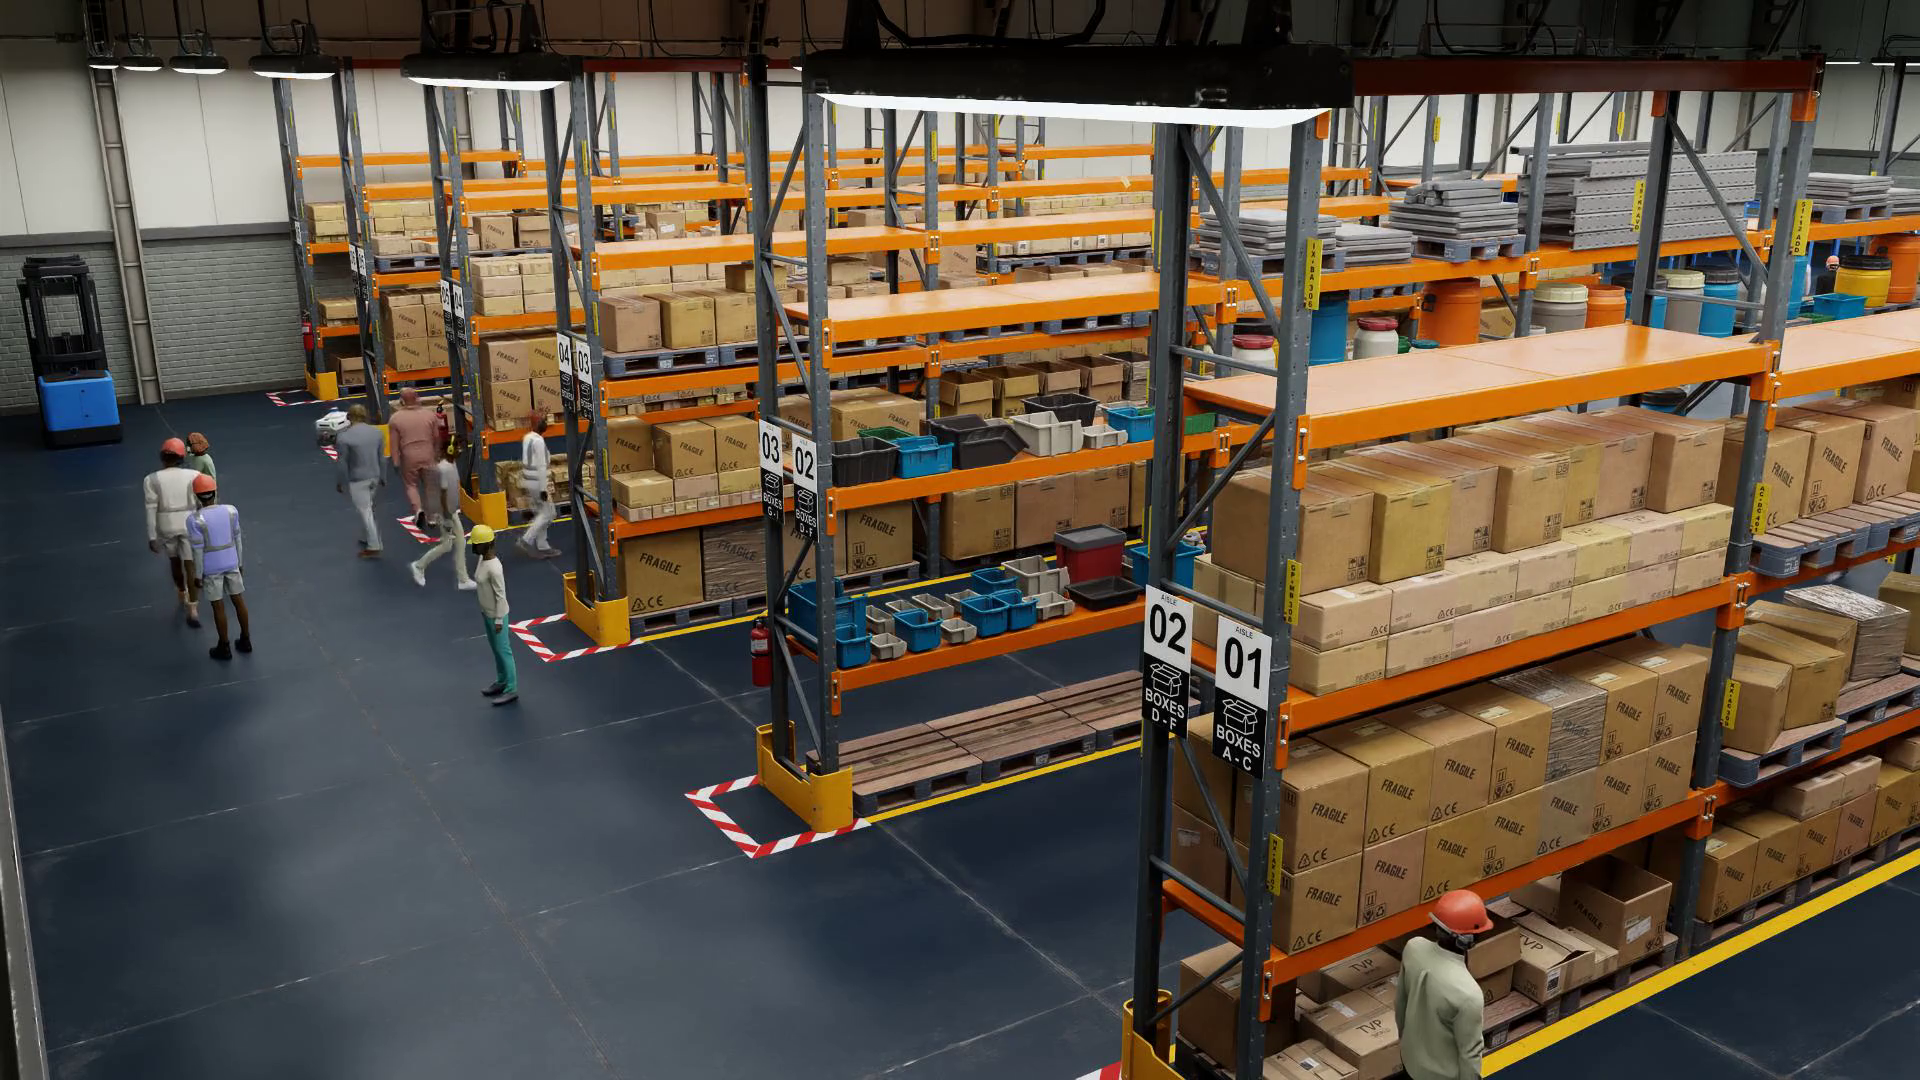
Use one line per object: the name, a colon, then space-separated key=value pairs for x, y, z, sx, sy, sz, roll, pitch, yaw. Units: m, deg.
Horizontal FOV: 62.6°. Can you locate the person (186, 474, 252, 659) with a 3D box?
person: x=-7.660 y=0.265 z=16.272 sx=0.376 sy=1.933 sz=0.545 roll=12 pitch=21 yaw=34

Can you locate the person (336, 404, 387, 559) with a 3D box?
person: x=-7.472 y=-0.750 z=19.682 sx=0.785 sy=1.890 sz=0.618 roll=8 pitch=19 yaw=26

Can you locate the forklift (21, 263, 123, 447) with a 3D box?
forklift: x=-14.518 y=-3.079 z=25.708 sx=1.129 sy=2.768 sz=1.873 roll=-10 pitch=20 yaw=-31

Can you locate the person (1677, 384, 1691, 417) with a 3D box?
person: x=12.017 y=-2.786 z=26.270 sx=0.358 sy=1.937 sz=0.544 roll=2 pitch=17 yaw=7

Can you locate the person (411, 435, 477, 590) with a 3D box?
person: x=-6.031 y=-0.317 z=18.369 sx=0.781 sy=1.830 sz=0.583 roll=-1 pitch=17 yaw=-2

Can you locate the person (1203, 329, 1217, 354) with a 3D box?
person: x=4.200 y=-2.595 z=25.852 sx=0.759 sy=1.804 sz=0.627 roll=-13 pitch=21 yaw=-37

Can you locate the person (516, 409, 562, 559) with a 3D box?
person: x=-5.234 y=-0.672 z=19.465 sx=0.488 sy=1.857 sz=0.666 roll=-9 pitch=19 yaw=-26

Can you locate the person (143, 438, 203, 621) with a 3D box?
person: x=-8.642 y=-0.127 z=17.465 sx=0.645 sy=1.974 sz=1.068 roll=-7 pitch=18 yaw=-21

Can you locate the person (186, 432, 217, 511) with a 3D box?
person: x=-9.271 y=-0.518 z=19.343 sx=0.500 sy=1.633 sz=0.283 roll=12 pitch=21 yaw=35

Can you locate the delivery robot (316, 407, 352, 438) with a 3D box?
delivery robot: x=-10.134 y=-1.908 z=25.634 sx=0.477 sy=0.478 sz=0.707 roll=3 pitch=17 yaw=10

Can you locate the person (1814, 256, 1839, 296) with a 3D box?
person: x=18.431 y=-5.037 z=33.551 sx=0.612 sy=1.995 sz=0.379 roll=-1 pitch=17 yaw=-3

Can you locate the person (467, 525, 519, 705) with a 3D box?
person: x=-4.491 y=0.703 z=15.117 sx=0.329 sy=1.767 sz=0.529 roll=-10 pitch=19 yaw=-29

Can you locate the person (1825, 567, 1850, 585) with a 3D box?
person: x=10.399 y=-0.313 z=18.516 sx=0.891 sy=1.724 sz=0.538 roll=-14 pitch=22 yaw=-38

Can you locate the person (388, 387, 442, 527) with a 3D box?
person: x=-7.129 y=-1.070 z=20.733 sx=0.658 sy=1.885 sz=0.517 roll=-9 pitch=19 yaw=-28

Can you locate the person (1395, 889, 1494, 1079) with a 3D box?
person: x=2.487 y=2.711 z=8.148 sx=0.397 sy=1.990 sz=0.623 roll=-6 pitch=18 yaw=-18

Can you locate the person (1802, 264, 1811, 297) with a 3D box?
person: x=18.828 y=-5.626 z=35.670 sx=0.658 sy=1.907 sz=0.483 roll=13 pitch=21 yaw=36

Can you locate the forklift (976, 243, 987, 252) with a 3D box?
forklift: x=0.988 y=-5.474 z=34.718 sx=1.214 sy=2.155 sz=2.313 roll=-10 pitch=20 yaw=-31
